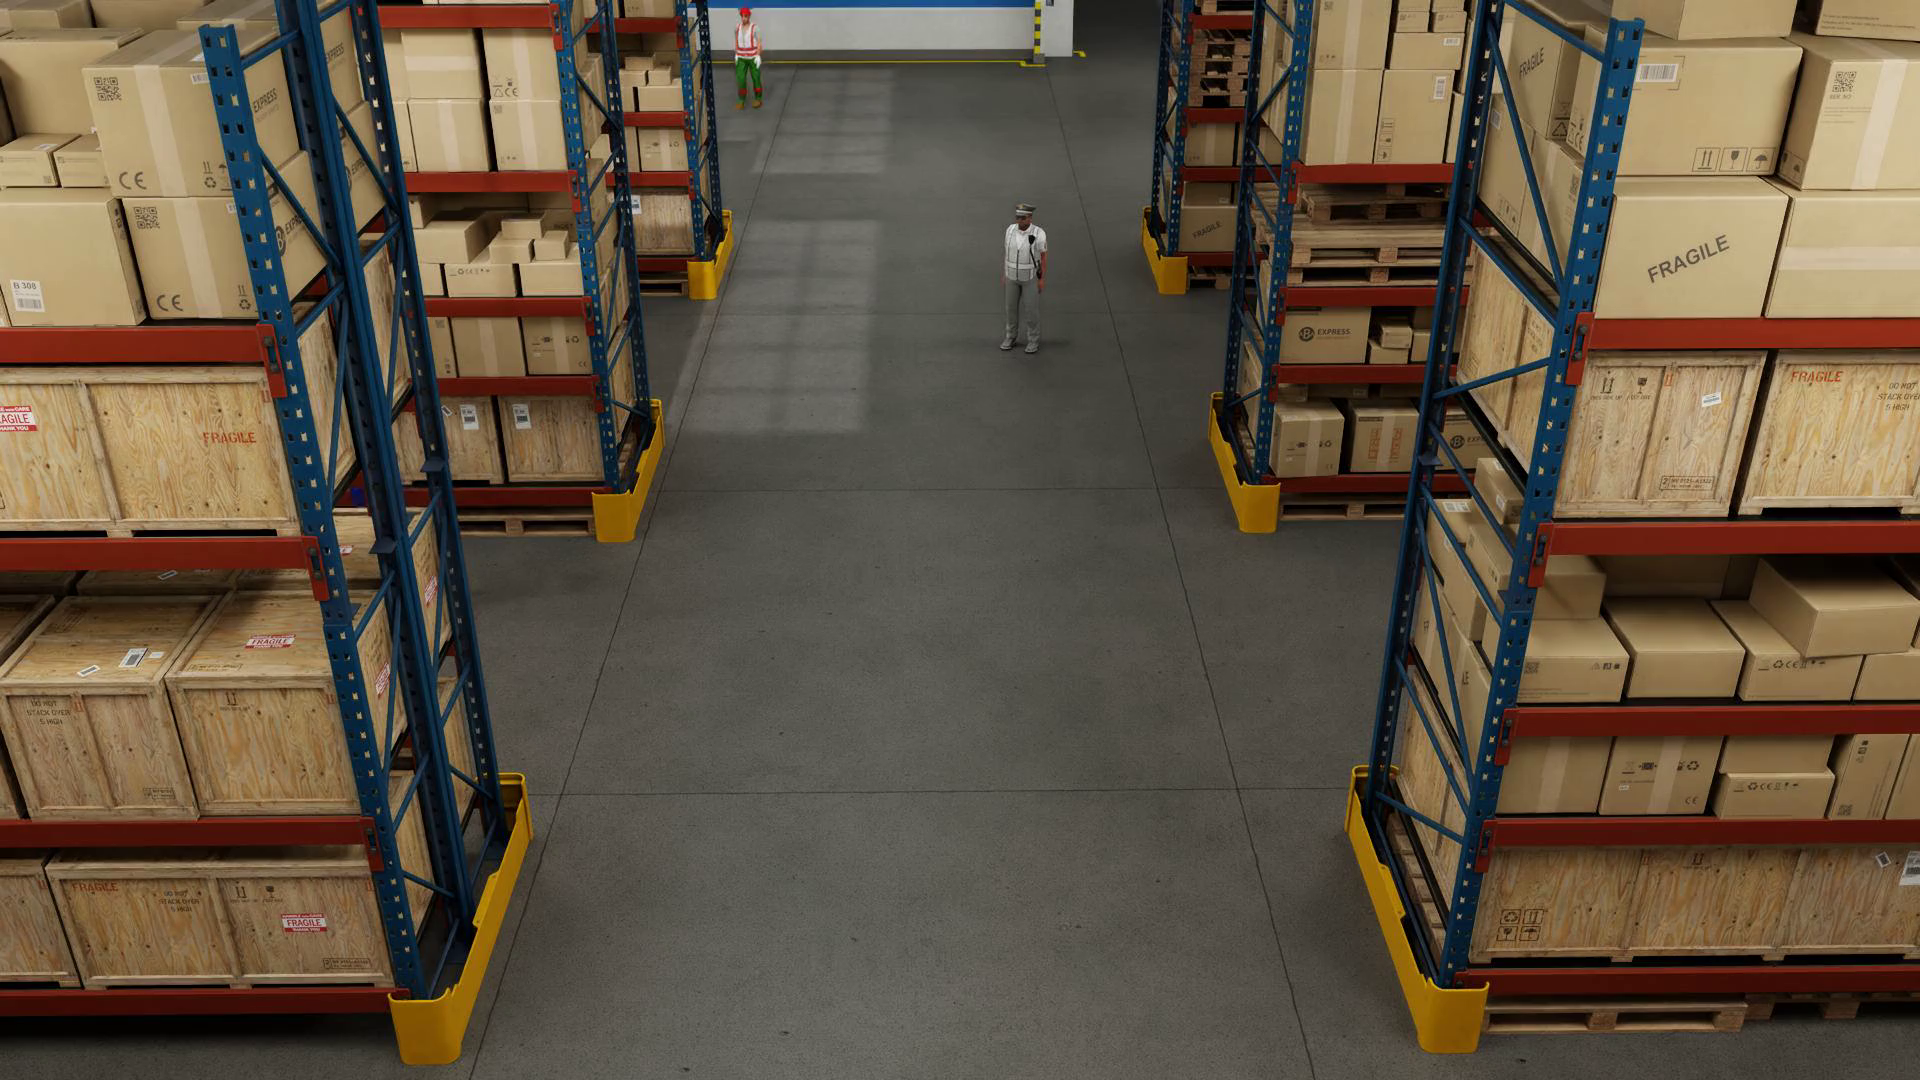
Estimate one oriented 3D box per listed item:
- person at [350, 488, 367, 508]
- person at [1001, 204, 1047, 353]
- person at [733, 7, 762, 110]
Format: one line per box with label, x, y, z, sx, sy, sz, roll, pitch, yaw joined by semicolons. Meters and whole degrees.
person;-4.930;-0.088;14.169;0.657;1.656;0.440;-10;30;-18
person;0.742;-3.122;19.707;0.531;1.770;0.410;10;30;18
person;-3.845;-8.665;29.963;0.576;1.774;0.775;6;29;11
